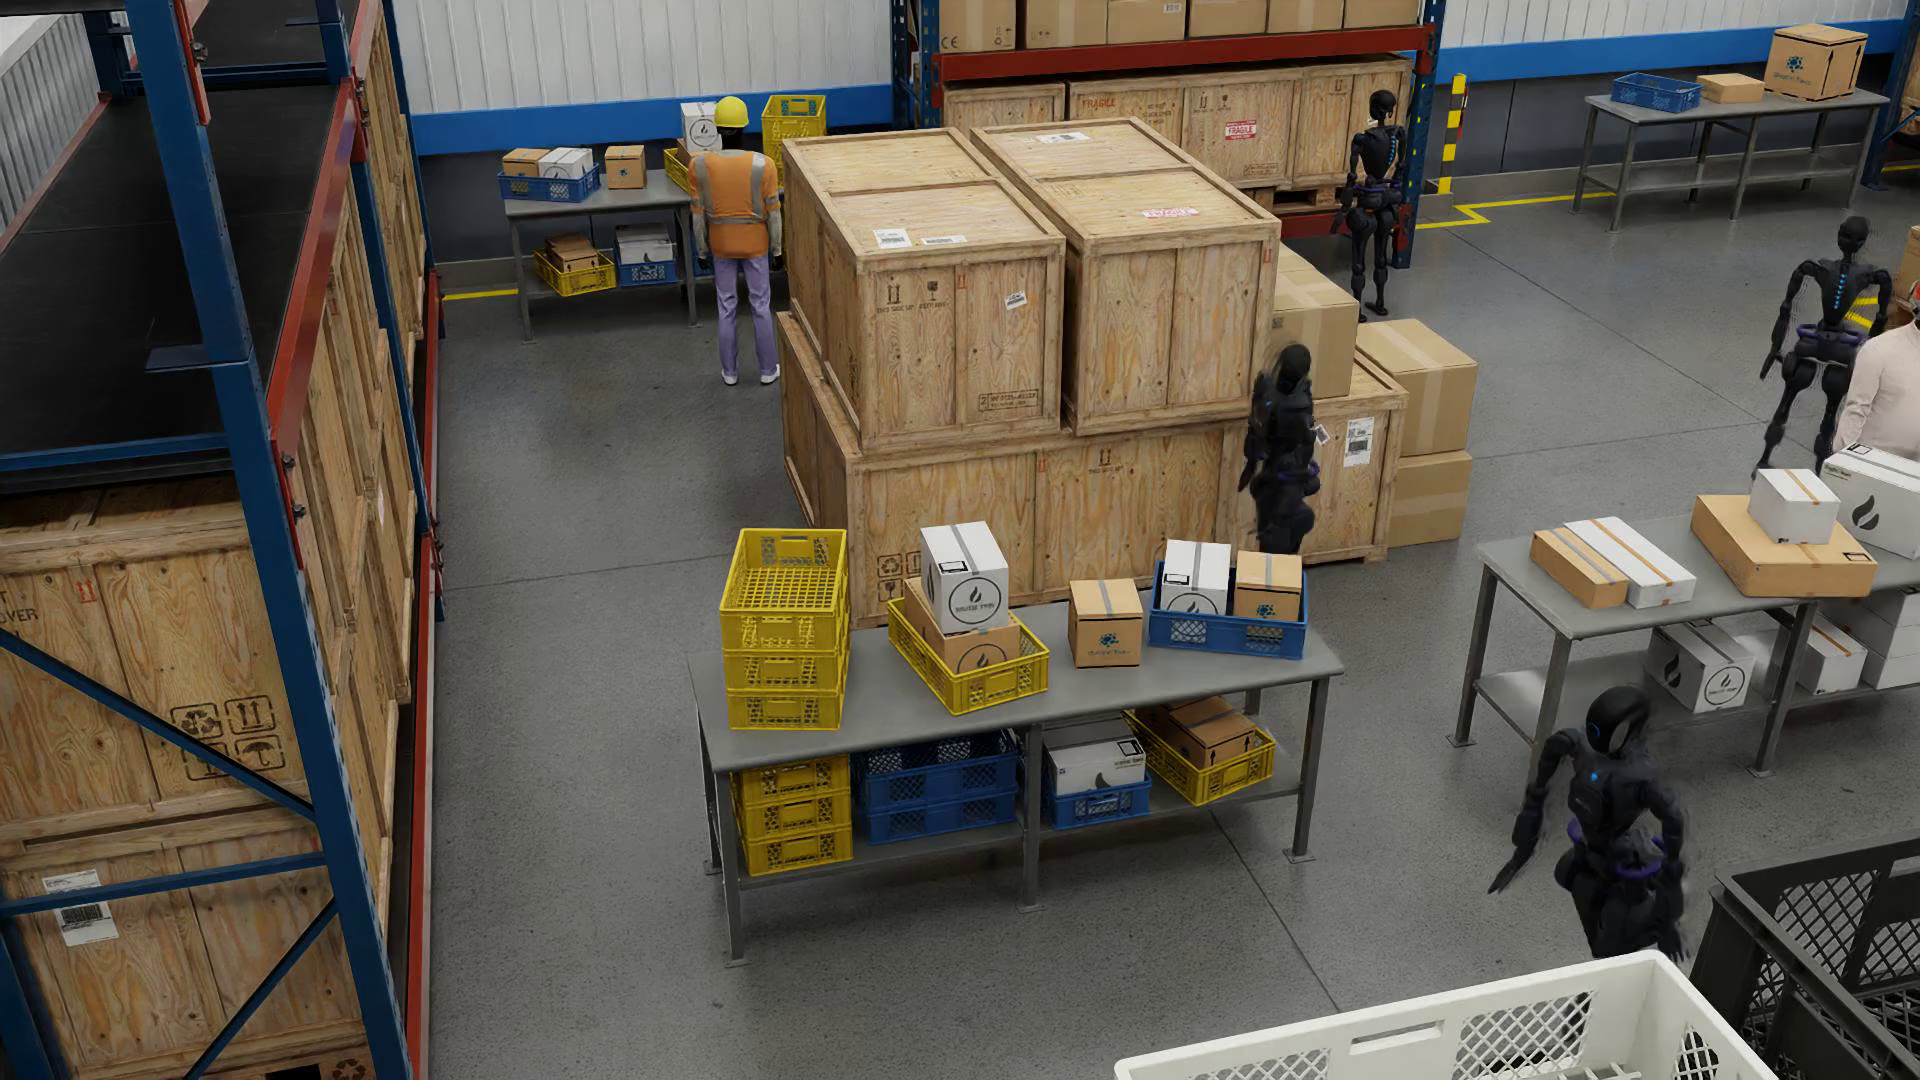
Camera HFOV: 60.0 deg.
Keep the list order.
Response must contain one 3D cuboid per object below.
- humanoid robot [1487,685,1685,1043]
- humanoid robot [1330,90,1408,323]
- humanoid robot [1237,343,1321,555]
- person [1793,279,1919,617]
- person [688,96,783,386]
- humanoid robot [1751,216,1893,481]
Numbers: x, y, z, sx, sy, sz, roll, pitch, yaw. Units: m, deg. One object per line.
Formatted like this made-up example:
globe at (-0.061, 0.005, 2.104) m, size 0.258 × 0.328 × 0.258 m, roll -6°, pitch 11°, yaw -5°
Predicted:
humanoid robot at (2.207, 1.141, 5.638) m, size 0.766 × 1.609 × 0.574 m, roll -13°, pitch 31°, yaw -22°
humanoid robot at (2.978, -2.416, 12.026) m, size 0.601 × 1.657 × 0.323 m, roll -17°, pitch 33°, yaw -27°
humanoid robot at (1.511, -0.241, 8.113) m, size 0.368 × 1.631 × 0.654 m, roll -9°, pitch 30°, yaw -16°
person at (4.511, -0.391, 8.053) m, size 0.615 × 1.986 × 0.405 m, roll -6°, pitch 29°, yaw -10°
person at (-1.450, -1.934, 10.908) m, size 0.584 × 1.928 × 0.365 m, roll 0°, pitch 29°, yaw 0°
humanoid robot at (4.990, -1.080, 9.618) m, size 0.587 × 1.650 × 0.424 m, roll 17°, pitch 33°, yaw 27°
